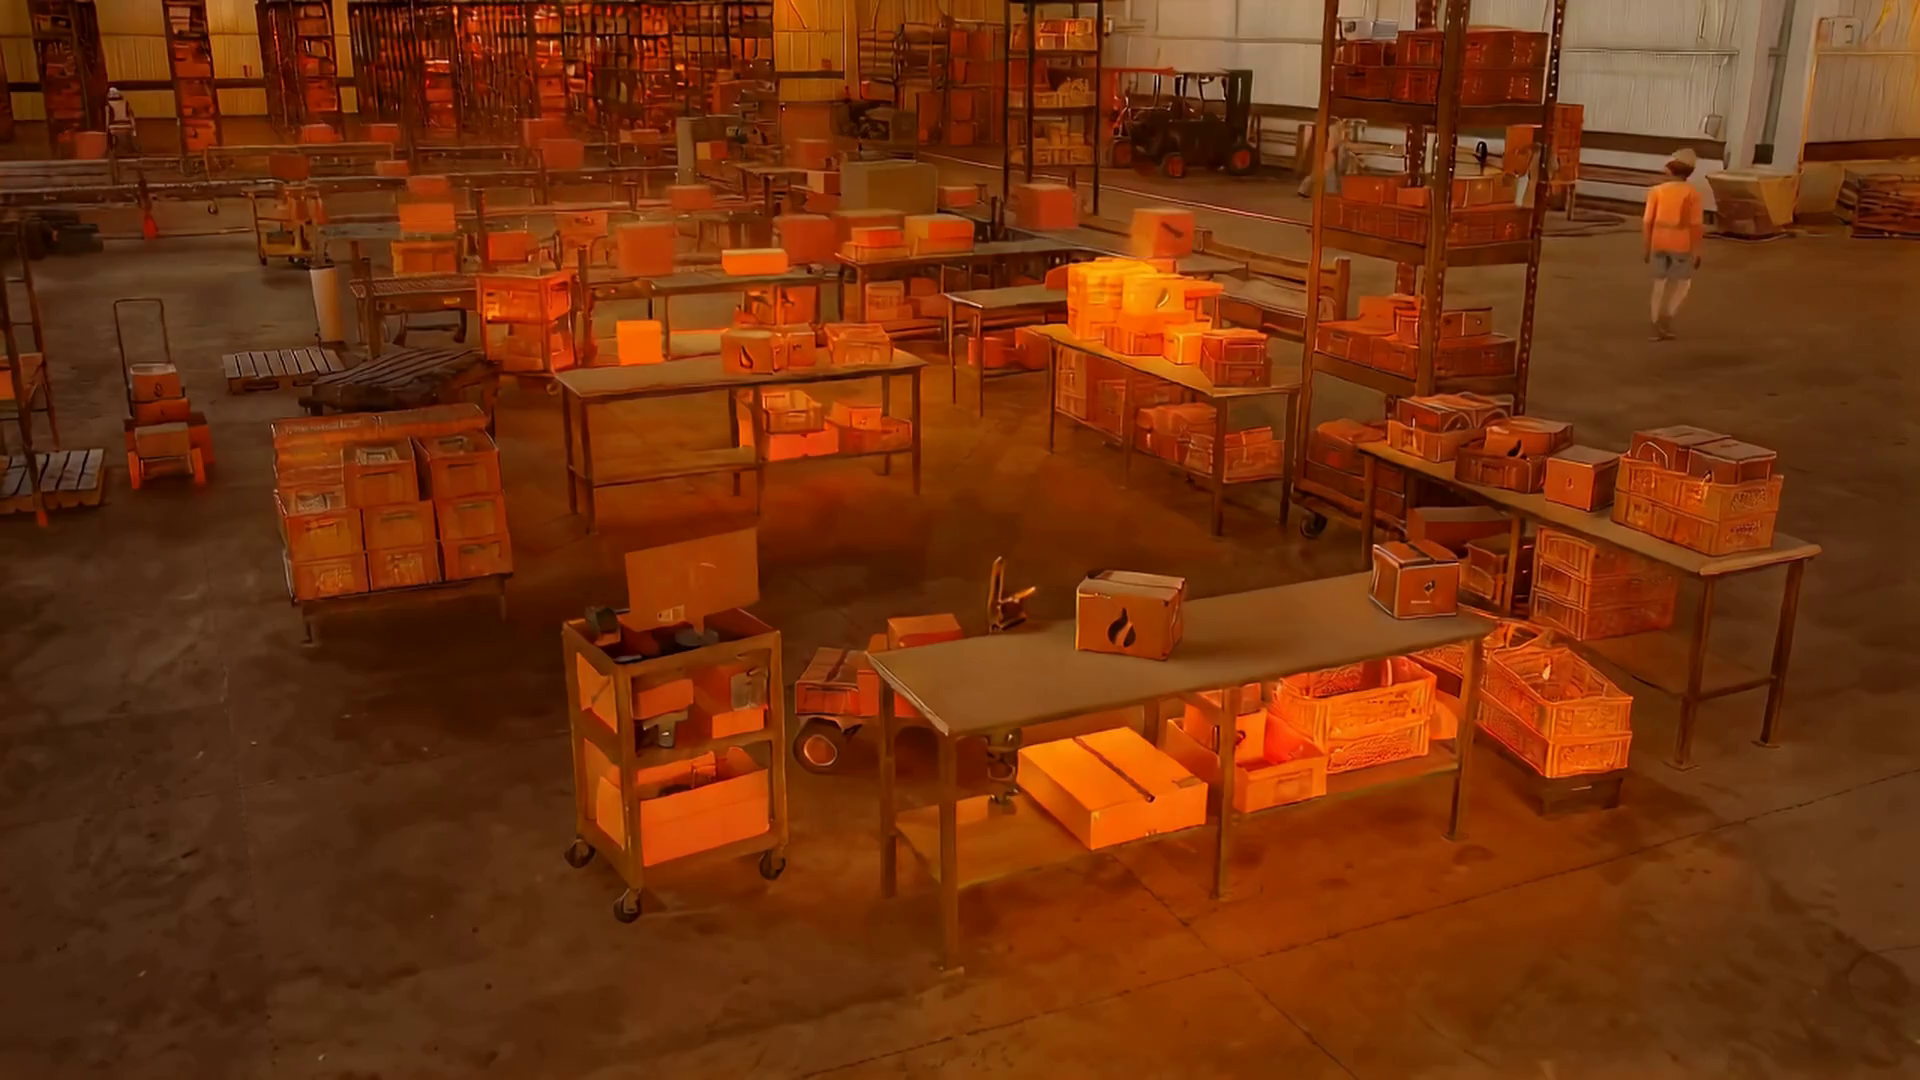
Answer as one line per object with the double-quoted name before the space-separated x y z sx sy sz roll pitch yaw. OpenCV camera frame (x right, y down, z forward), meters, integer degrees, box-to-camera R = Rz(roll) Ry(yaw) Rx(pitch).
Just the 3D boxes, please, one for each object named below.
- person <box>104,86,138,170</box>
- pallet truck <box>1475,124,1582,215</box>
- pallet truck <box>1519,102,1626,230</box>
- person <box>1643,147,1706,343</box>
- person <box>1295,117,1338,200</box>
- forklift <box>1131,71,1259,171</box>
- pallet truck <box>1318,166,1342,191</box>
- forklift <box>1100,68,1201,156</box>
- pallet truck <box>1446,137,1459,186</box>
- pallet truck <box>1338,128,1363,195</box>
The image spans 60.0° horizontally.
"person" -18.542 -9.076 36.687 0.622 1.791 0.875 -15 23 -39
"pallet truck" 9.707 -6.455 28.103 1.885 1.965 0.823 -7 19 -20
"pallet truck" 9.972 -6.037 26.785 1.885 1.965 0.823 -9 20 -25
"person" 7.438 -3.063 17.358 0.420 2.032 0.633 -16 24 -42
"person" 6.643 -7.142 30.492 0.975 1.865 0.640 7 19 22
"forklift" 4.998 -8.936 35.413 2.680 1.987 1.157 -9 20 -25
"pallet truck" 7.723 -7.504 32.656 1.601 1.201 0.680 -8 19 -23
"forklift" 4.082 -9.564 37.410 2.680 1.987 1.157 -8 19 -23
"pallet truck" 9.184 -6.485 29.328 1.630 1.274 0.653 -8 19 -23
"pallet truck" 7.845 -7.140 31.411 1.522 1.261 0.704 -9 20 -25
